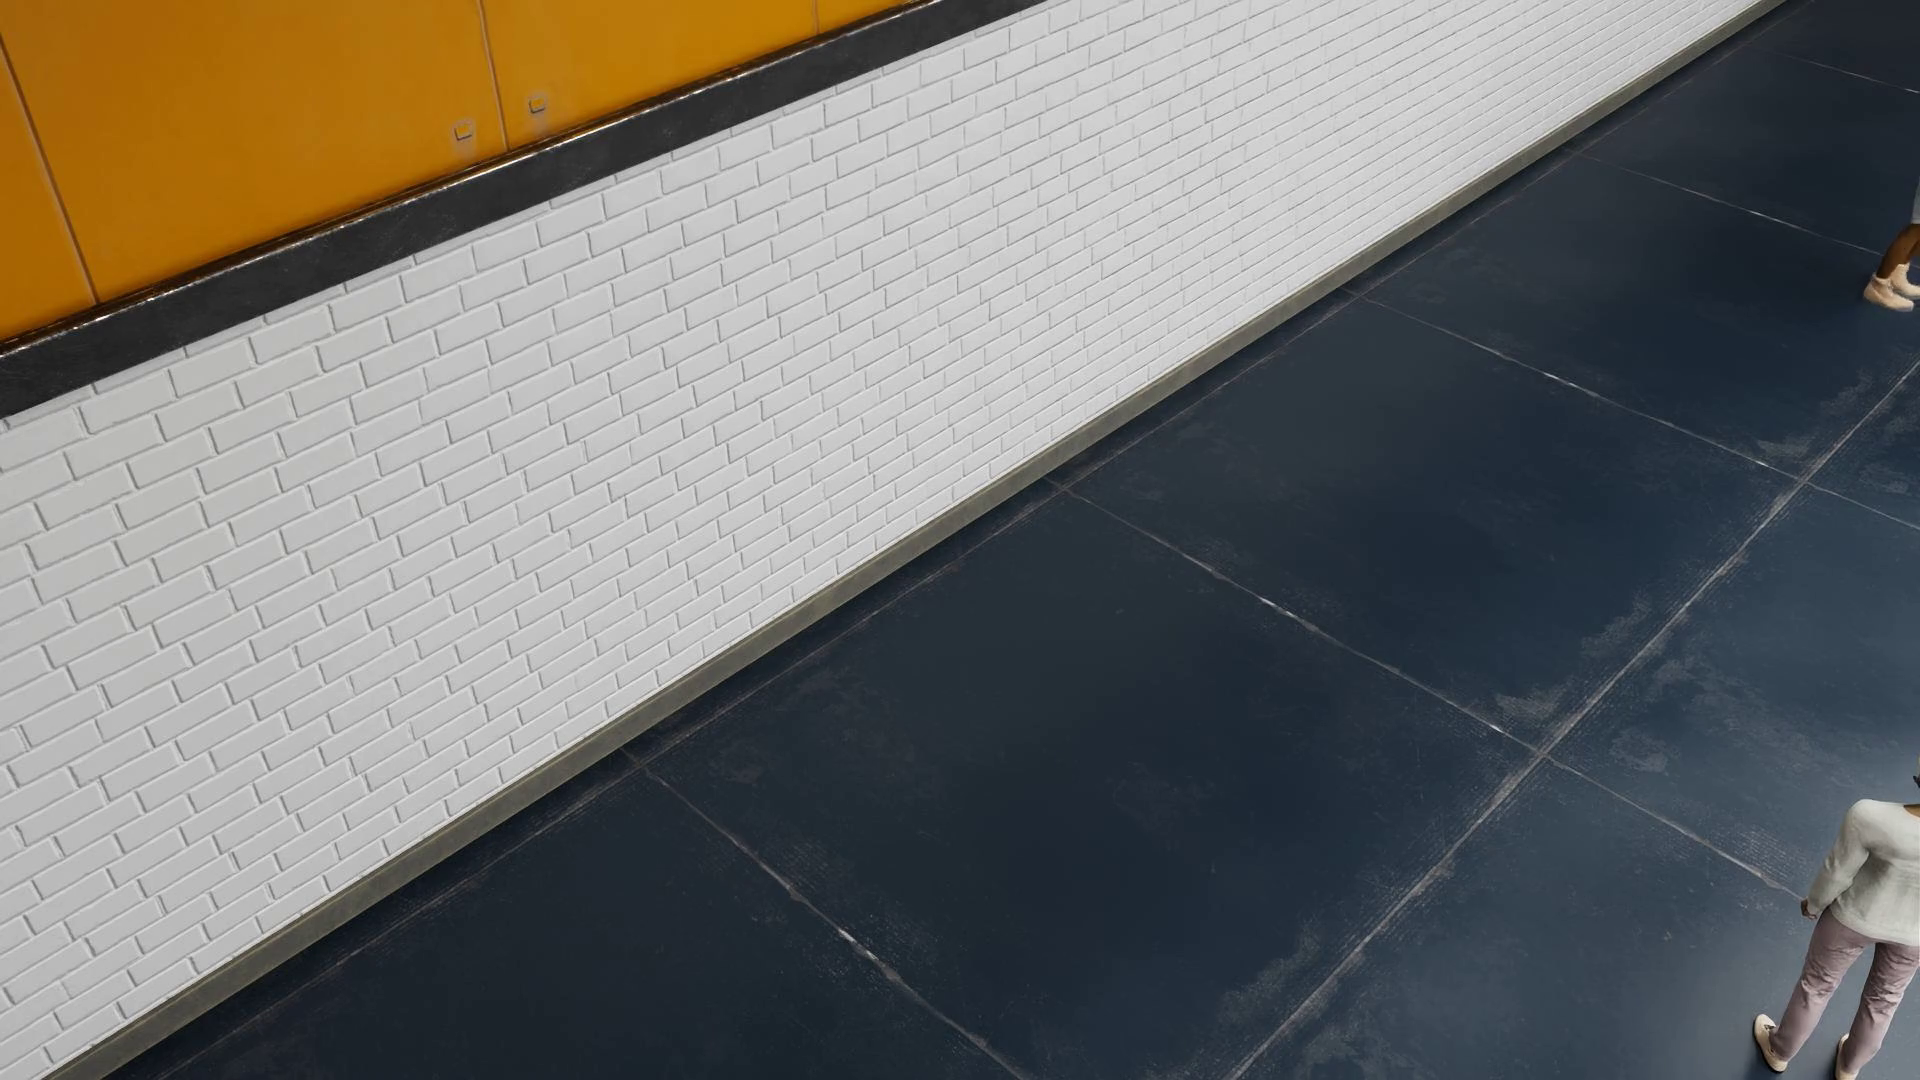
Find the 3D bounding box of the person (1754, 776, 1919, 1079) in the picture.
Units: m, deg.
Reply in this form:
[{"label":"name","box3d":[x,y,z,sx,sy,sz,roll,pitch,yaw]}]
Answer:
[{"label":"person","box3d":[3.336,1.355,6.025,0.524,1.772,0.304,11,40,13]}]

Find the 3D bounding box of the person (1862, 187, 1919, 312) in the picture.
[{"label":"person","box3d":[6.281,-2.336,10.460,0.525,2.015,0.613,29,47,31]}]
